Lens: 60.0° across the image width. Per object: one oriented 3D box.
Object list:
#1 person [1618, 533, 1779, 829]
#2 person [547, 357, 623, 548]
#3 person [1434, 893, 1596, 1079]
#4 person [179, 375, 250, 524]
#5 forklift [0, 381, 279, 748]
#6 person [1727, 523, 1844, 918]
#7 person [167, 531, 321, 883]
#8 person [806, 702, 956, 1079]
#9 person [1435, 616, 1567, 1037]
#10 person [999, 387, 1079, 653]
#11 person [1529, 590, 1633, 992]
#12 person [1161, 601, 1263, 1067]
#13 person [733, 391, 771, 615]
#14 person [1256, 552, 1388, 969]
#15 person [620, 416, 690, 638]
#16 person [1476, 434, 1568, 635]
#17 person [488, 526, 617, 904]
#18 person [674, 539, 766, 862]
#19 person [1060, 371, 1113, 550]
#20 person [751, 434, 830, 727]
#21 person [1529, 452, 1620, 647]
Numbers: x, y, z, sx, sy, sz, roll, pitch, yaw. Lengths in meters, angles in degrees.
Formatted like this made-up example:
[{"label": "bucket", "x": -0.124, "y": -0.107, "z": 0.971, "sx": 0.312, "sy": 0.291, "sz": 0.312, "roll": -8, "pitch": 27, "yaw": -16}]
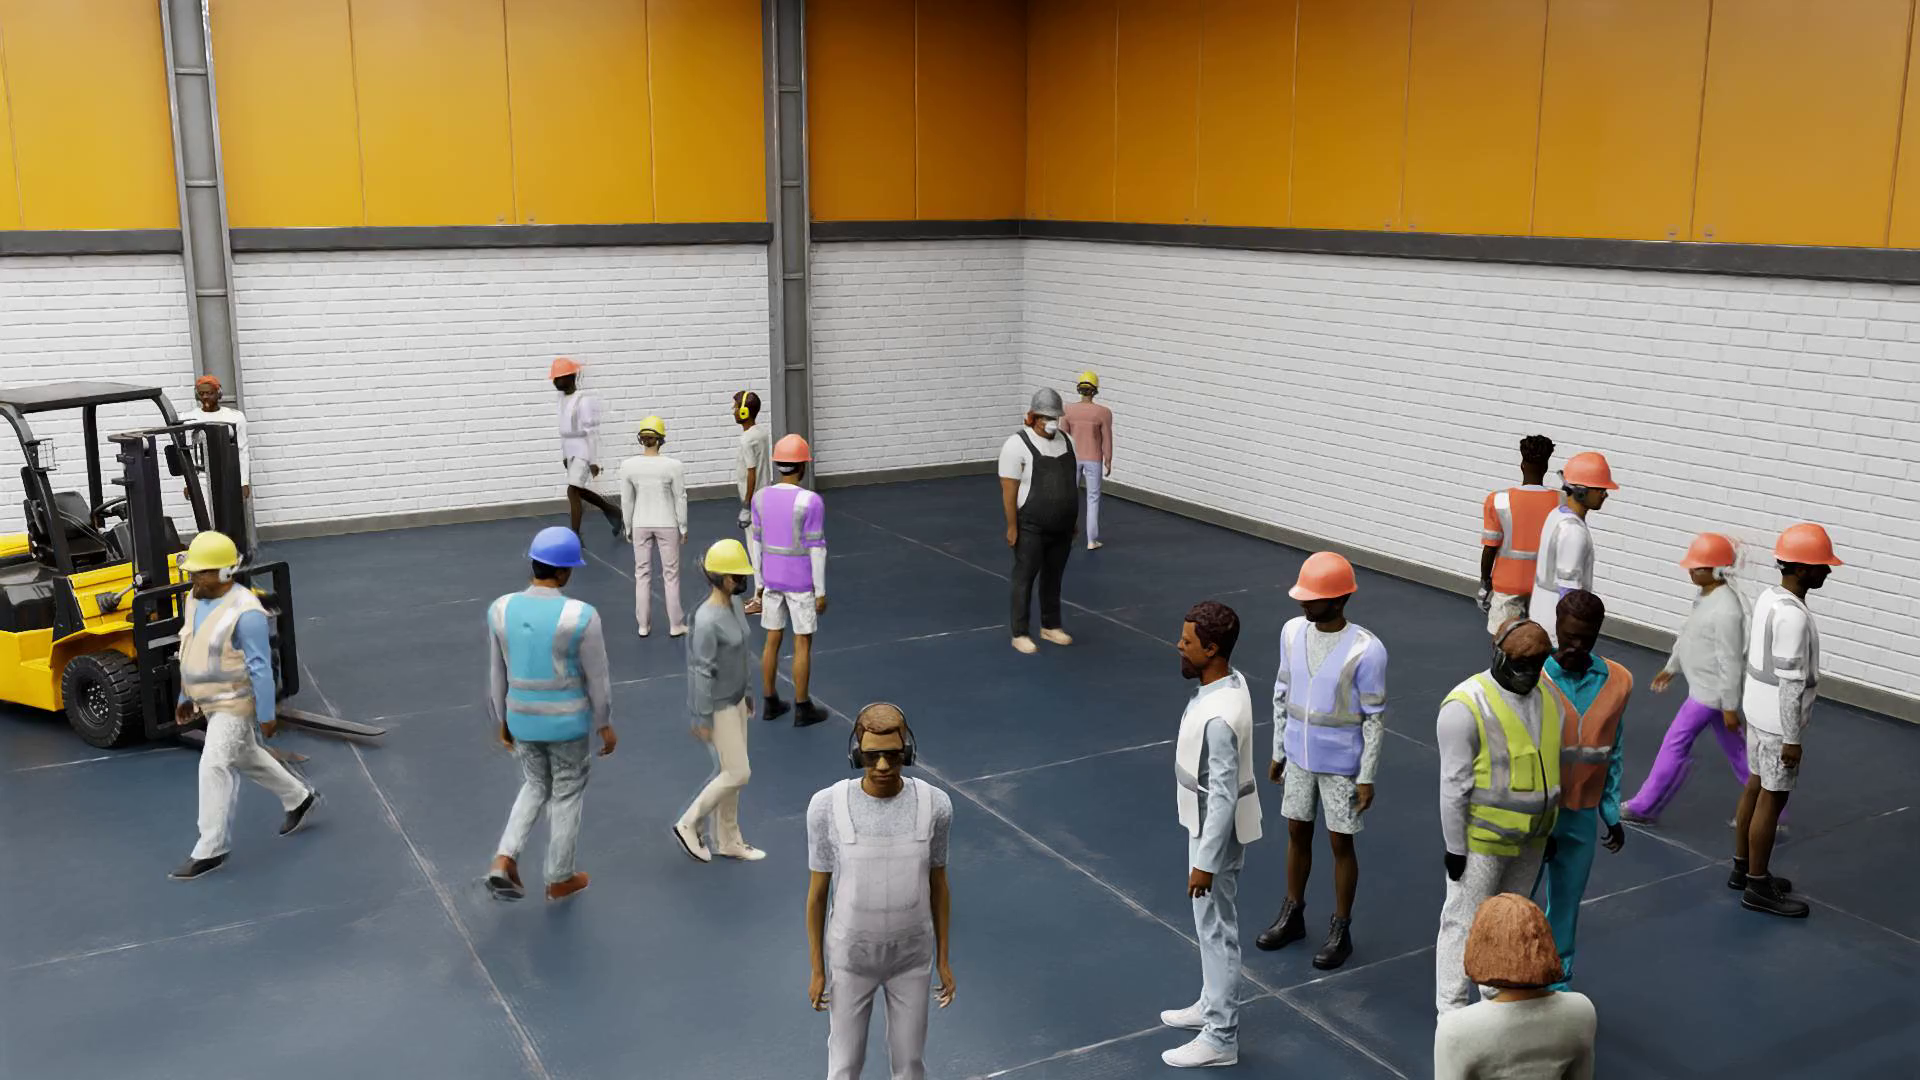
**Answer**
[{"label": "person", "x": 4.089, "y": 0.785, "z": 9.099, "sx": 0.939, "sy": 1.697, "sz": 0.566, "roll": 4, "pitch": 13, "yaw": 20}, {"label": "person", "x": -3.684, "y": -0.870, "z": 16.400, "sx": 0.832, "sy": 1.901, "sz": 0.586, "roll": -11, "pitch": 16, "yaw": -41}, {"label": "person", "x": 1.514, "y": 1.772, "z": 4.642, "sx": 0.505, "sy": 1.627, "sz": 0.277, "roll": -3, "pitch": 13, "yaw": -15}, {"label": "person", "x": -6.622, "y": -0.525, "z": 14.799, "sx": 0.587, "sy": 1.883, "sz": 0.347, "roll": -4, "pitch": 13, "yaw": -17}, {"label": "forklift", "x": -5.853, "y": 0.085, "z": 11.199, "sx": 2.313, "sy": 2.155, "sz": 1.214, "roll": 7, "pitch": 14, "yaw": 28}, {"label": "person", "x": 4.035, "y": 0.866, "z": 8.144, "sx": 0.361, "sy": 1.938, "sz": 0.545, "roll": 3, "pitch": 12, "yaw": 13}, {"label": "person", "x": -3.809, "y": 0.809, "z": 8.758, "sx": 0.589, "sy": 1.796, "sz": 0.896, "roll": 10, "pitch": 16, "yaw": 40}, {"label": "person", "x": -0.267, "y": 1.438, "z": 5.682, "sx": 0.504, "sy": 1.847, "sz": 0.344, "roll": -2, "pitch": 12, "yaw": -11}, {"label": "person", "x": 2.216, "y": 1.206, "z": 6.795, "sx": 0.624, "sy": 1.838, "sz": 0.430, "roll": -7, "pitch": 14, "yaw": -28}, {"label": "person", "x": 0.660, "y": -0.162, "z": 12.723, "sx": 0.688, "sy": 2.000, "sz": 0.536, "roll": -8, "pitch": 15, "yaw": -35}, {"label": "person", "x": 2.495, "y": 1.129, "z": 6.973, "sx": 0.587, "sy": 1.914, "sz": 0.392, "roll": -2, "pitch": 12, "yaw": -9}, {"label": "person", "x": 1.023, "y": 1.181, "z": 6.710, "sx": 0.391, "sy": 1.920, "sz": 0.588, "roll": 2, "pitch": 12, "yaw": 8}, {"label": "person", "x": -1.728, "y": -0.306, "z": 13.801, "sx": 0.329, "sy": 1.871, "sz": 0.513, "roll": 2, "pitch": 12, "yaw": 8}, {"label": "person", "x": 1.643, "y": 0.992, "z": 7.565, "sx": 0.376, "sy": 1.933, "sz": 0.545, "roll": -12, "pitch": 17, "yaw": -44}, {"label": "person", "x": -2.392, "y": -0.098, "z": 13.089, "sx": 0.523, "sy": 1.761, "sz": 0.323, "roll": 1, "pitch": 12, "yaw": 4}, {"label": "person", "x": 3.672, "y": 0.288, "z": 10.785, "sx": 0.613, "sy": 1.964, "sz": 0.361, "roll": 2, "pitch": 12, "yaw": 11}, {"label": "person", "x": -2.009, "y": 0.884, "z": 8.105, "sx": 0.617, "sy": 1.921, "sz": 0.492, "roll": 4, "pitch": 13, "yaw": 19}, {"label": "person", "x": -1.221, "y": 0.849, "z": 8.663, "sx": 0.390, "sy": 1.754, "sz": 0.529, "roll": 2, "pitch": 12, "yaw": 11}, {"label": "person", "x": 1.232, "y": -0.774, "z": 16.271, "sx": 0.532, "sy": 1.755, "sz": 0.342, "roll": 3, "pitch": 12, "yaw": 15}, {"label": "person", "x": -1.110, "y": 0.259, "z": 11.005, "sx": 0.550, "sy": 1.933, "sz": 0.378, "roll": 7, "pitch": 14, "yaw": 30}, {"label": "person", "x": 3.560, "y": 0.484, "z": 9.746, "sx": 0.440, "sy": 2.030, "sz": 0.621, "roll": 2, "pitch": 12, "yaw": 11}]
